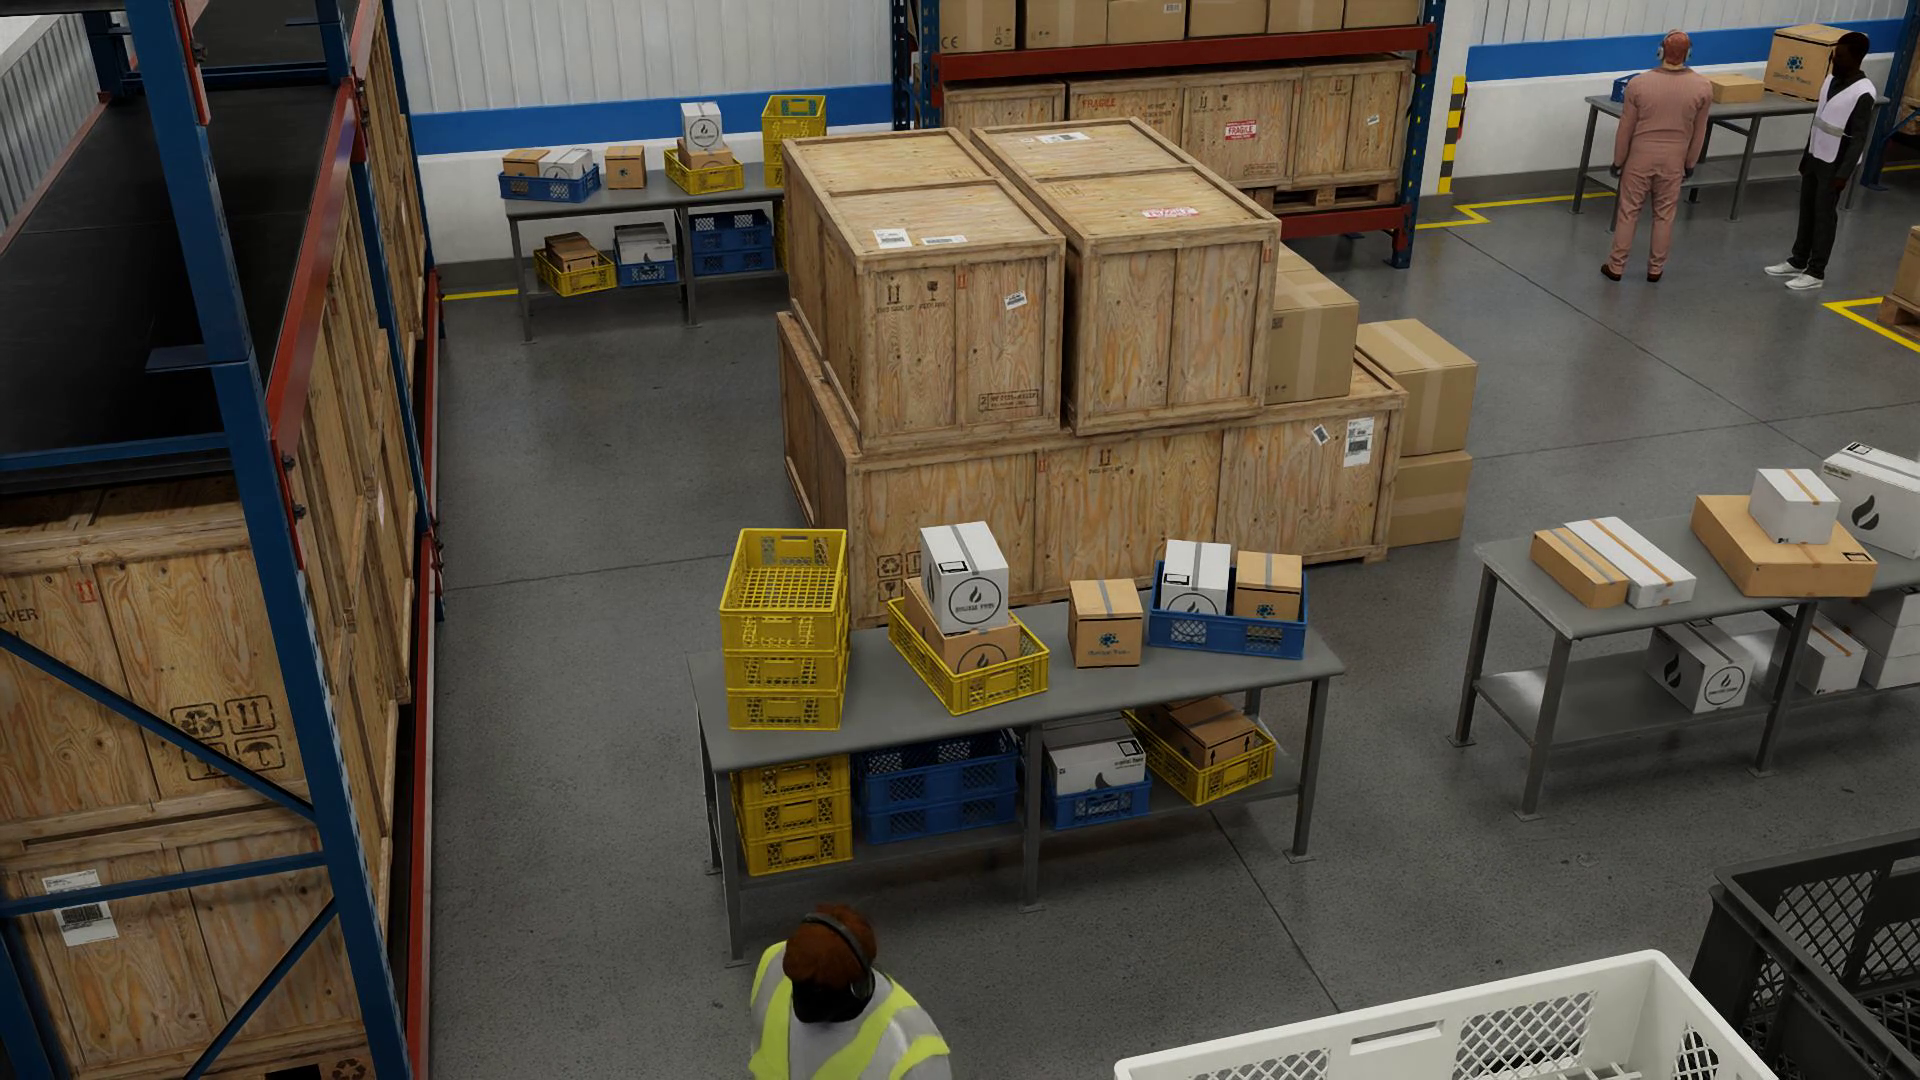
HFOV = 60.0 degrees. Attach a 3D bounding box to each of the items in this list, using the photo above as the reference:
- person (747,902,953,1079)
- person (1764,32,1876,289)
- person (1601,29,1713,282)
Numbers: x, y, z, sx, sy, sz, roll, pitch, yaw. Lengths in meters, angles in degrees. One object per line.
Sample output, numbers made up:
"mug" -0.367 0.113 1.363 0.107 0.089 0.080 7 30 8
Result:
"person" -0.320 1.685 4.425 0.640 1.836 0.428 22 36 35
"person" 6.582 -2.866 12.595 0.377 1.917 0.599 -1 29 -2
"person" 5.299 -2.915 12.694 0.641 1.912 0.410 5 29 9
